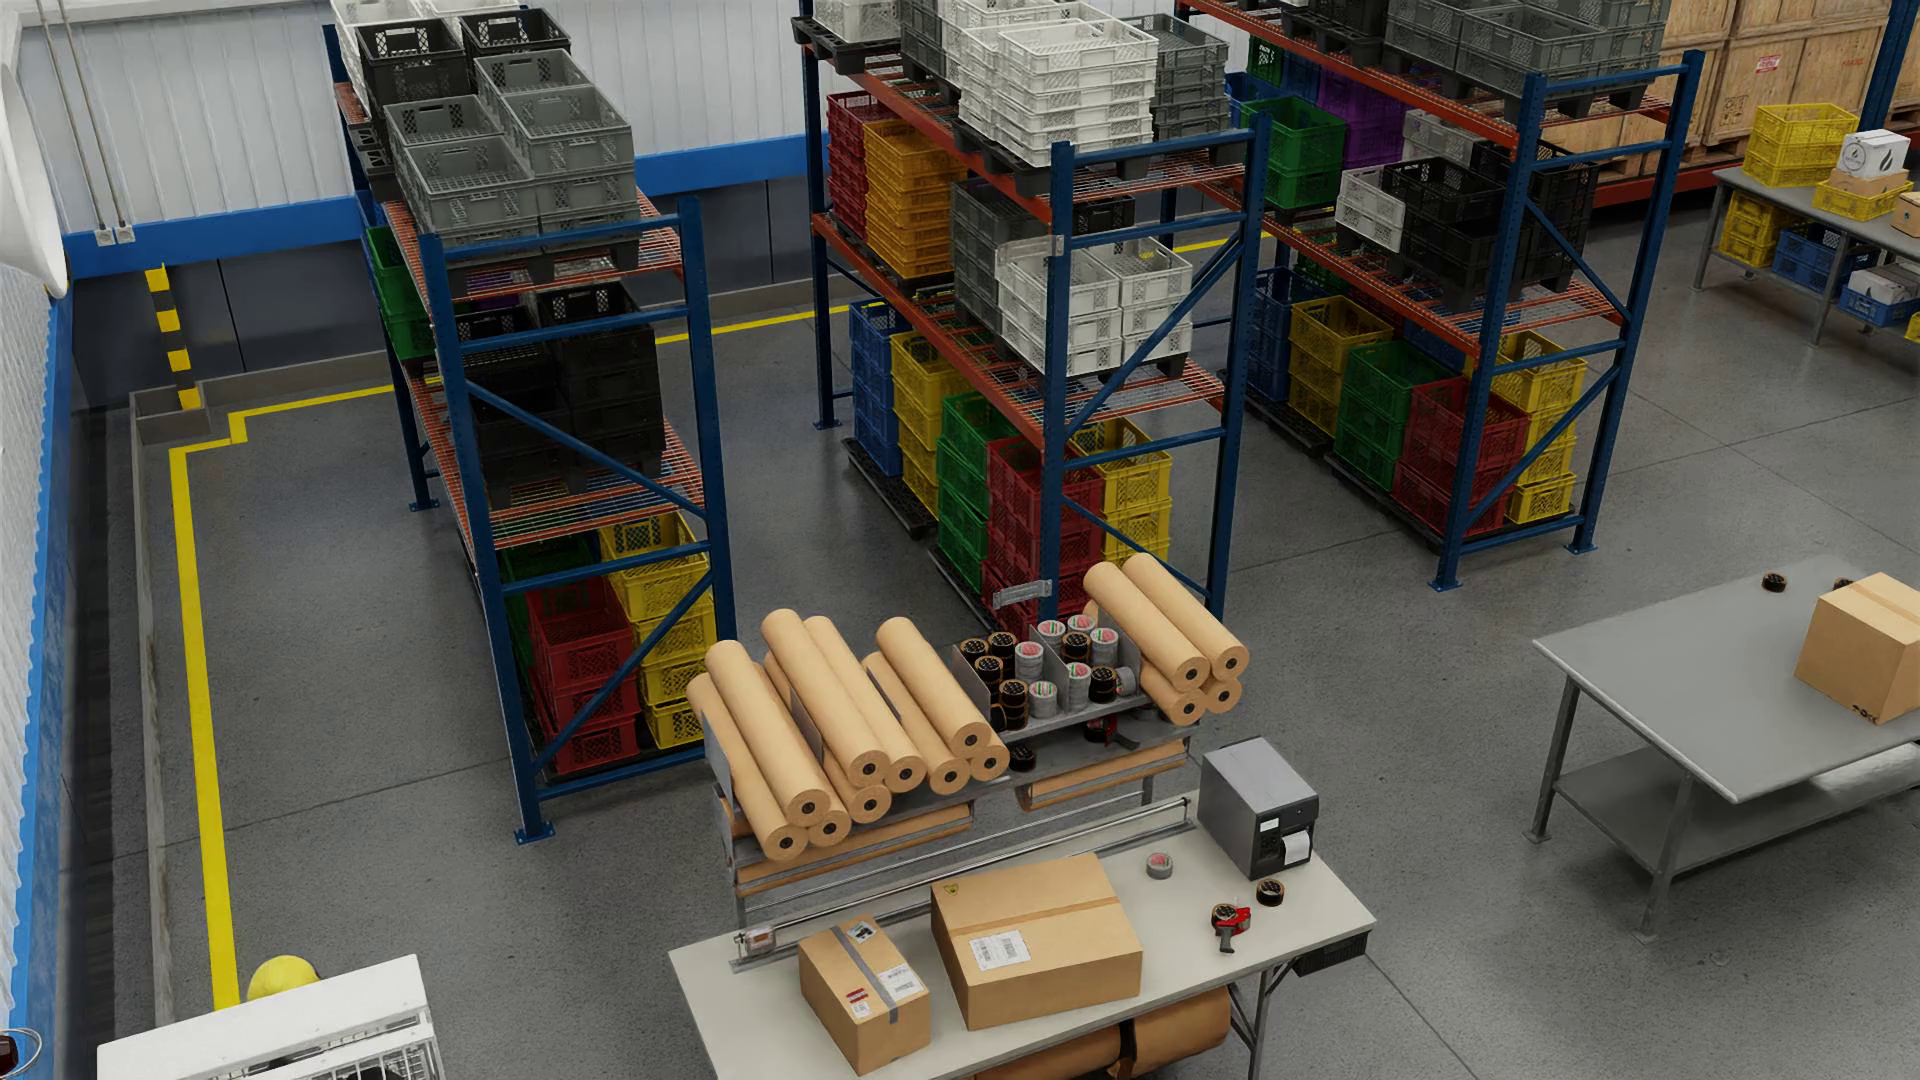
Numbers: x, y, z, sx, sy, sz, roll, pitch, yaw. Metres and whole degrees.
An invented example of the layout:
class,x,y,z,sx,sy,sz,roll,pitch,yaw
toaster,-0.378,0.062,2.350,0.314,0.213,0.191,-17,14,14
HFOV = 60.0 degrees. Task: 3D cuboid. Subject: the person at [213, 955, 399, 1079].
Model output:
class,x,y,z,sx,sy,sz,roll,pitch,yaw
person,-2.010,1.980,5.327,0.524,1.765,0.327,-19,36,-28
